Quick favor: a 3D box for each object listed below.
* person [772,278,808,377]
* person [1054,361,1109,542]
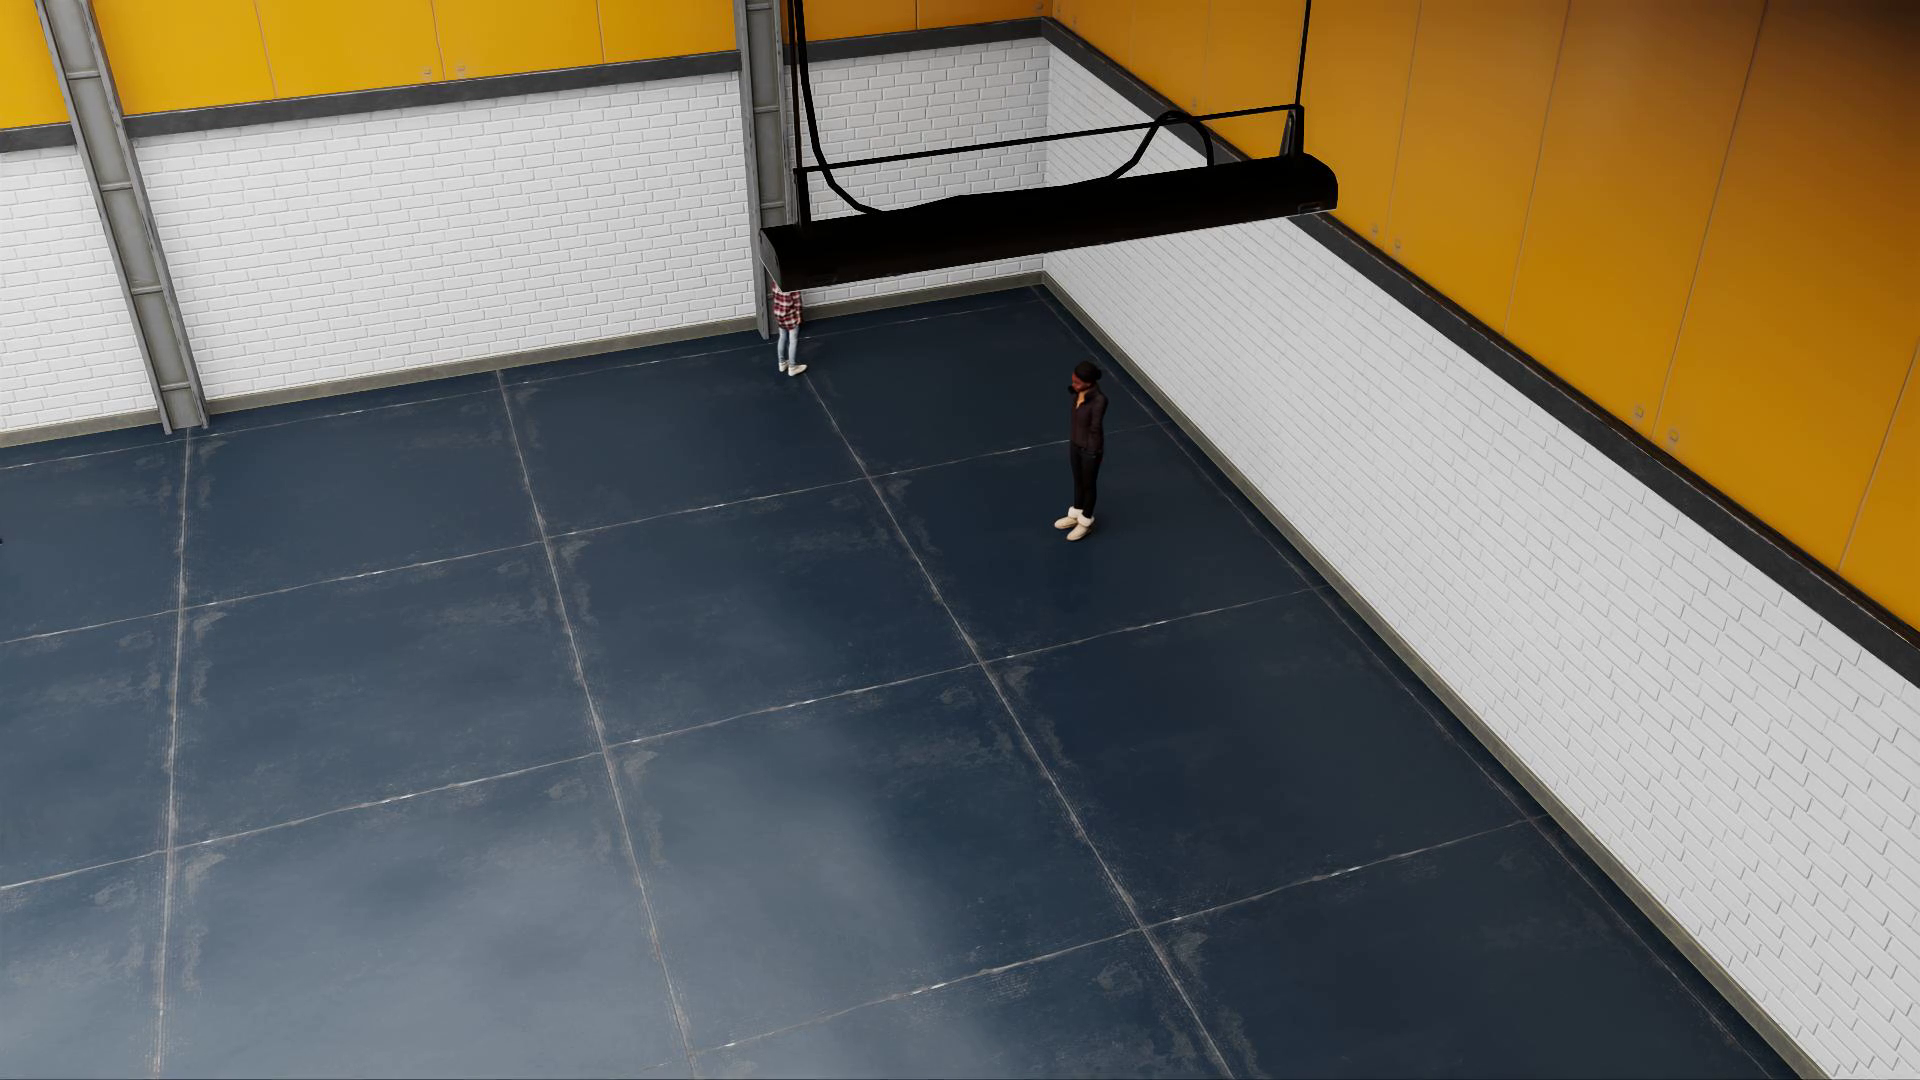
[{"bbox_3d":[-1.766,-2.316,16.981,0.590,1.302,0.609,26,42,33],"label":"person"},{"bbox_3d":[1.103,-0.809,14.391,0.669,1.659,0.615,-16,37,-23],"label":"person"}]
